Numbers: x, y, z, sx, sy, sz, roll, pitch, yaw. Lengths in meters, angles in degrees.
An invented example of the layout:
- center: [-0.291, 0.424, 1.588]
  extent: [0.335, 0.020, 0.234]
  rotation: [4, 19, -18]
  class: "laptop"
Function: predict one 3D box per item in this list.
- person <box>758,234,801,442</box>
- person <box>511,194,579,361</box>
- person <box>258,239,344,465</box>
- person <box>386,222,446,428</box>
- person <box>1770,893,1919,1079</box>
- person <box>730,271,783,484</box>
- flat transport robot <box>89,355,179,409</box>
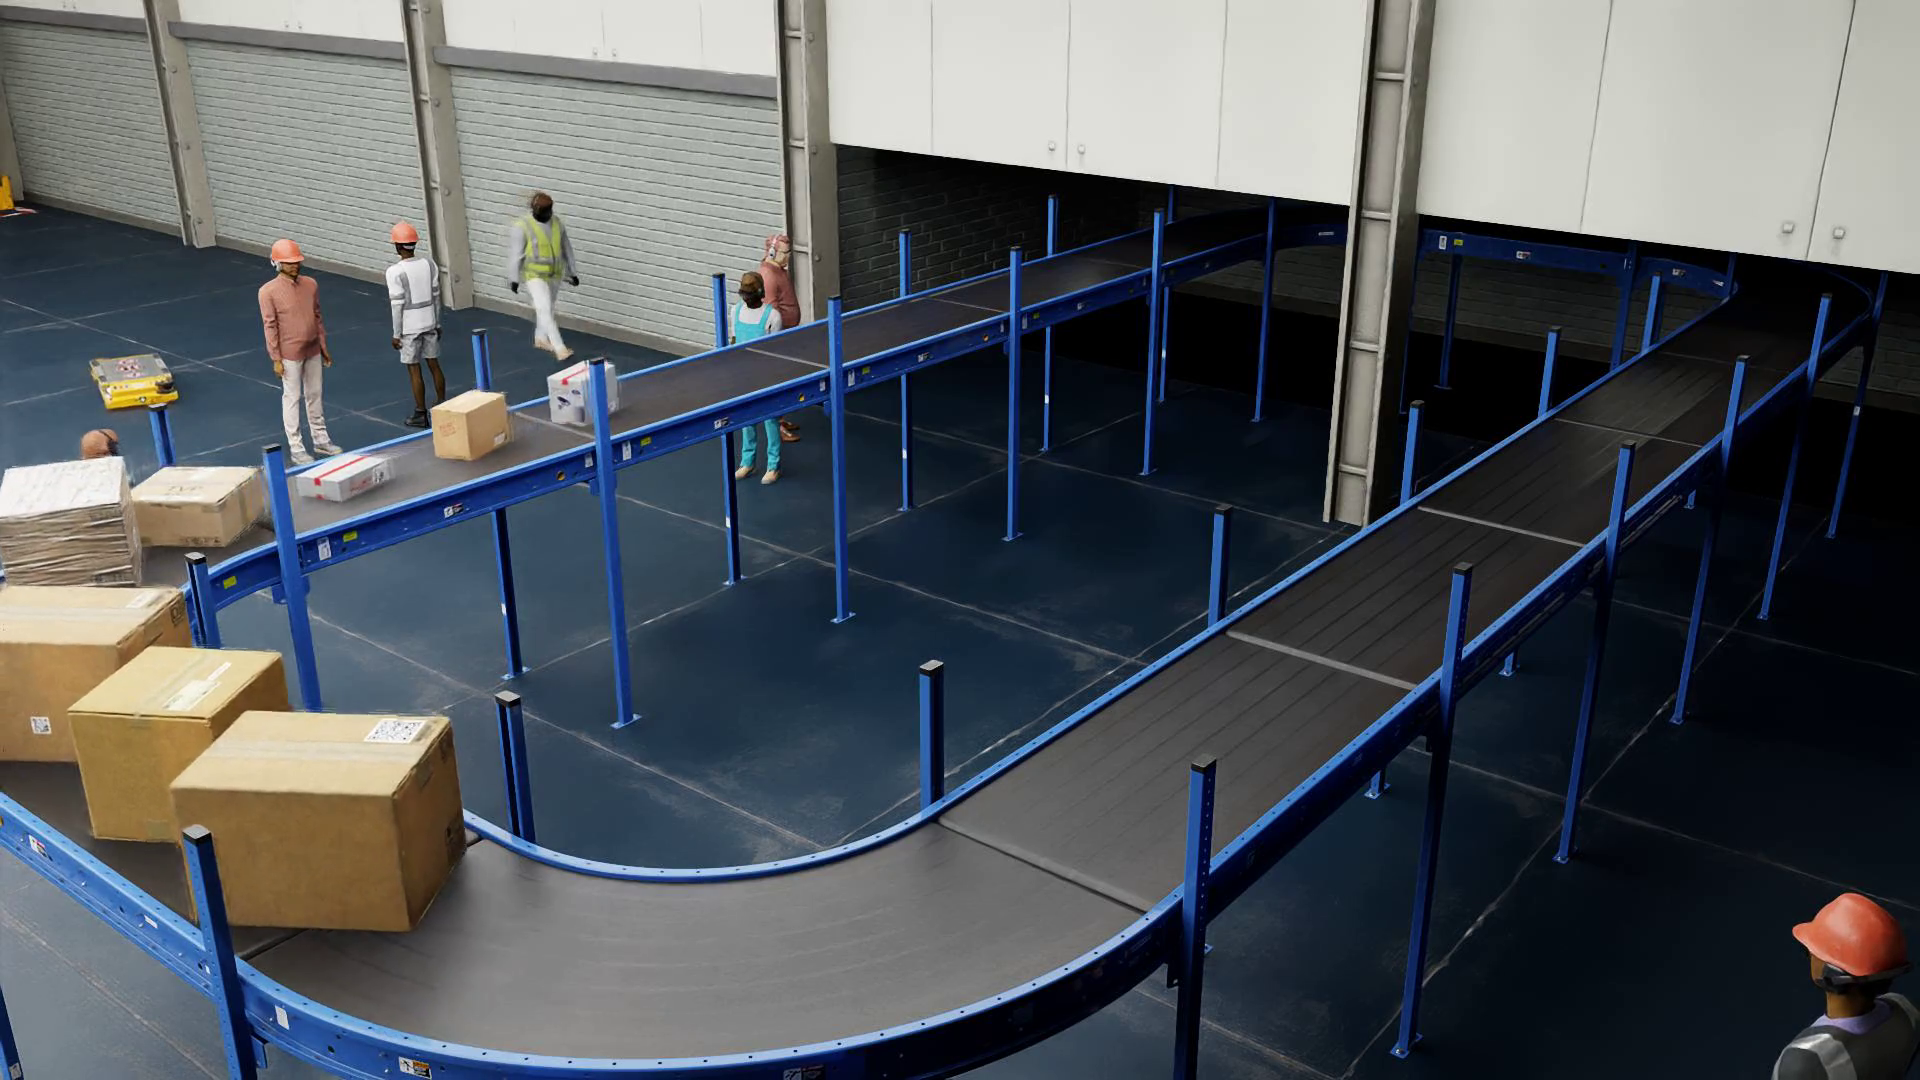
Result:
- center: [-1.665, -1.867, 15.344]
  extent: [0.406, 1.902, 0.636]
  rotation: [-1, 22, -3]
  class: "person"
- center: [-4.471, -2.856, 18.014]
  extent: [0.972, 1.779, 0.692]
  rotation: [18, 28, 38]
  class: "person"
- center: [-5.838, -1.668, 14.708]
  extent: [0.382, 1.995, 0.612]
  rotation: [11, 24, 26]
  class: "person"
- center: [-5.141, -2.025, 15.691]
  extent: [0.357, 1.936, 0.551]
  rotation: [14, 26, 32]
  class: "person"
- center: [2.667, 2.024, 5.266]
  extent: [0.609, 2.043, 0.376]
  rotation: [-14, 26, -32]
  class: "person"
- center: [-1.742, -1.389, 14.202]
  extent: [0.508, 1.845, 0.345]
  rotation: [9, 23, 22]
  class: "person"
- center: [-8.445, -1.647, 16.972]
  extent: [0.652, 0.197, 1.431]
  rotation: [-13, 25, -29]
  class: "flat transport robot"
